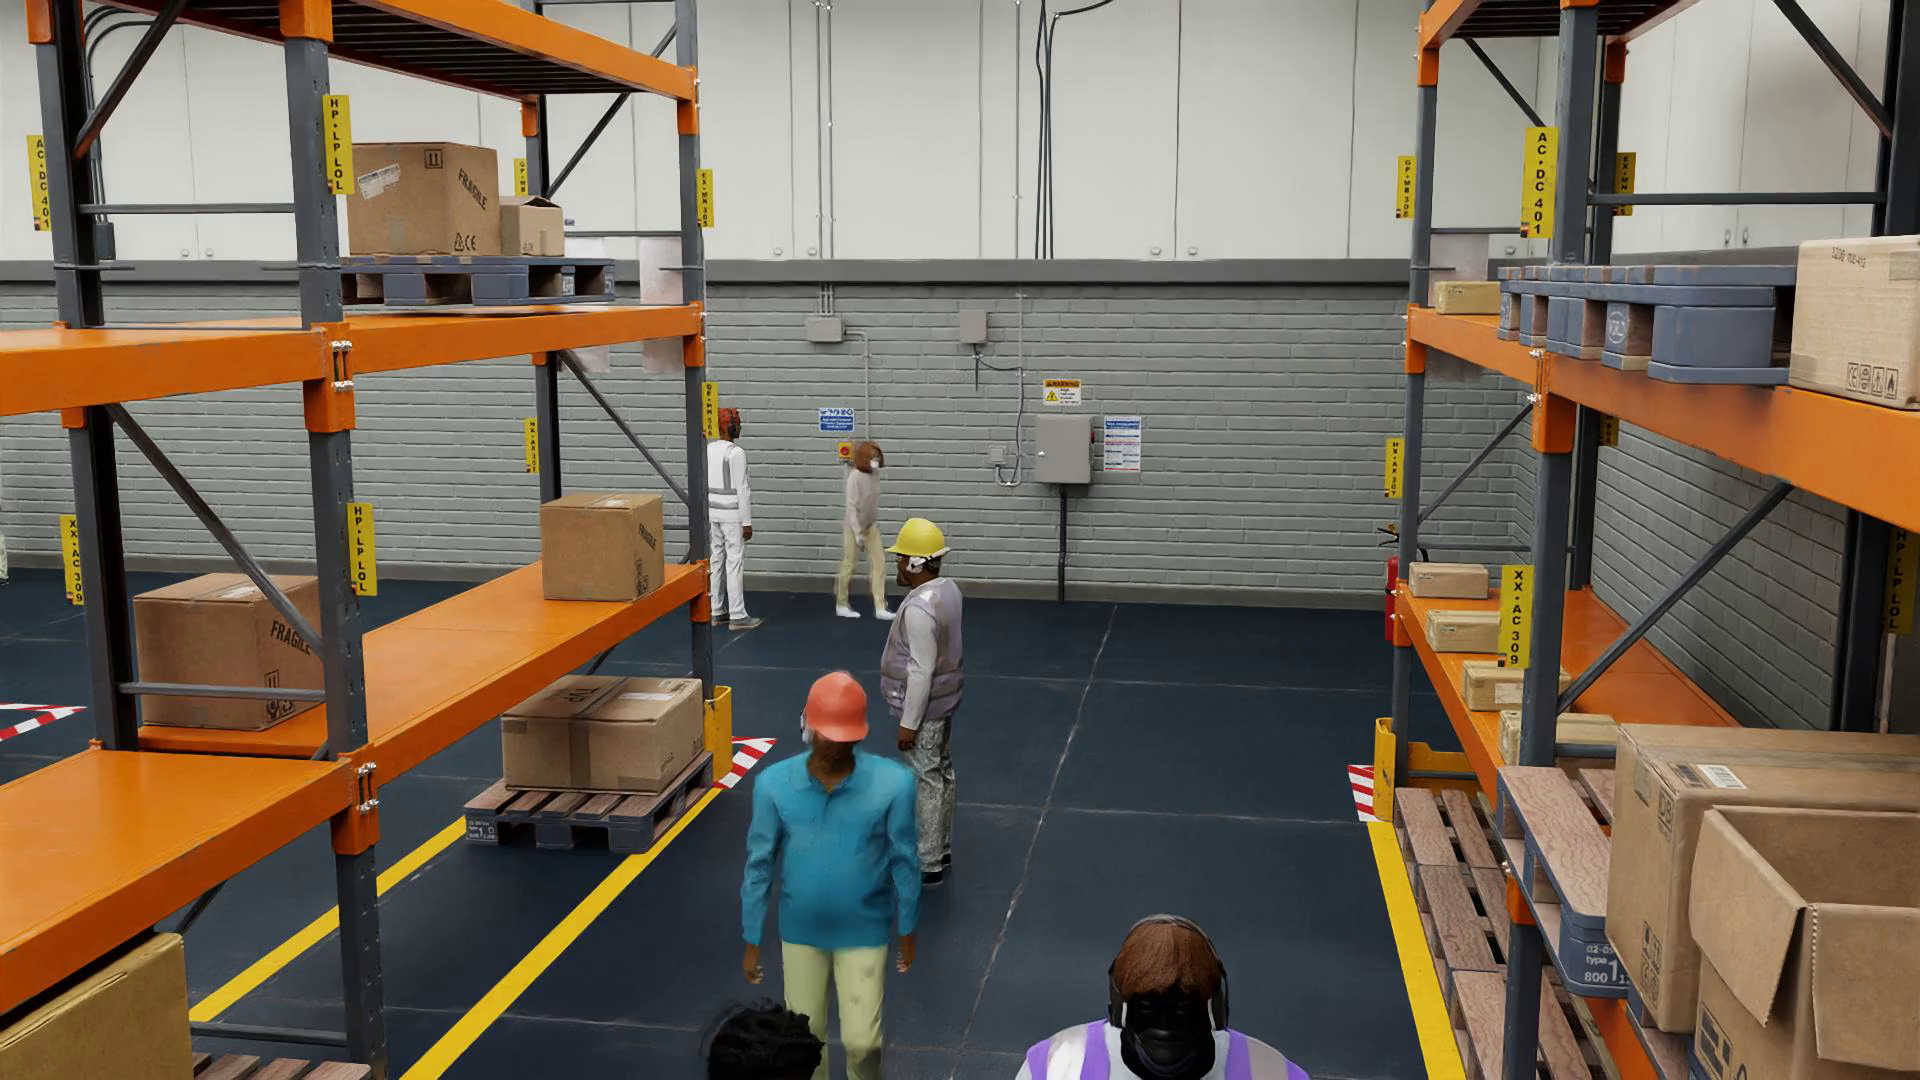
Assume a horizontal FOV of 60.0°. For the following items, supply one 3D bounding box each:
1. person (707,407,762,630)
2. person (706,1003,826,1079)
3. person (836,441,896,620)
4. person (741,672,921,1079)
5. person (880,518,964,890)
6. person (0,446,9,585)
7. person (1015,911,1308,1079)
[{"bbox_3d":[-1.957,-0.183,14.111,0.356,1.883,0.572,-9,13,-44],"label":"person"},{"bbox_3d":[-0.427,1.673,3.306,0.543,1.668,0.725,-5,10,-26],"label":"person"},{"bbox_3d":[-0.816,-0.076,14.352,0.747,1.574,0.517,6,11,32],"label":"person"},{"bbox_3d":[-0.425,1.273,5.548,0.583,1.735,0.391,1,9,8],"label":"person"},{"bbox_3d":[-0.192,0.801,8.190,0.403,1.835,0.588,2,9,13],"label":"person"},{"bbox_3d":[-9.443,-0.412,15.973,0.574,1.738,0.352,3,10,20],"label":"person"},{"bbox_3d":[0.376,1.605,3.209,0.619,1.845,0.430,1,9,4],"label":"person"}]
